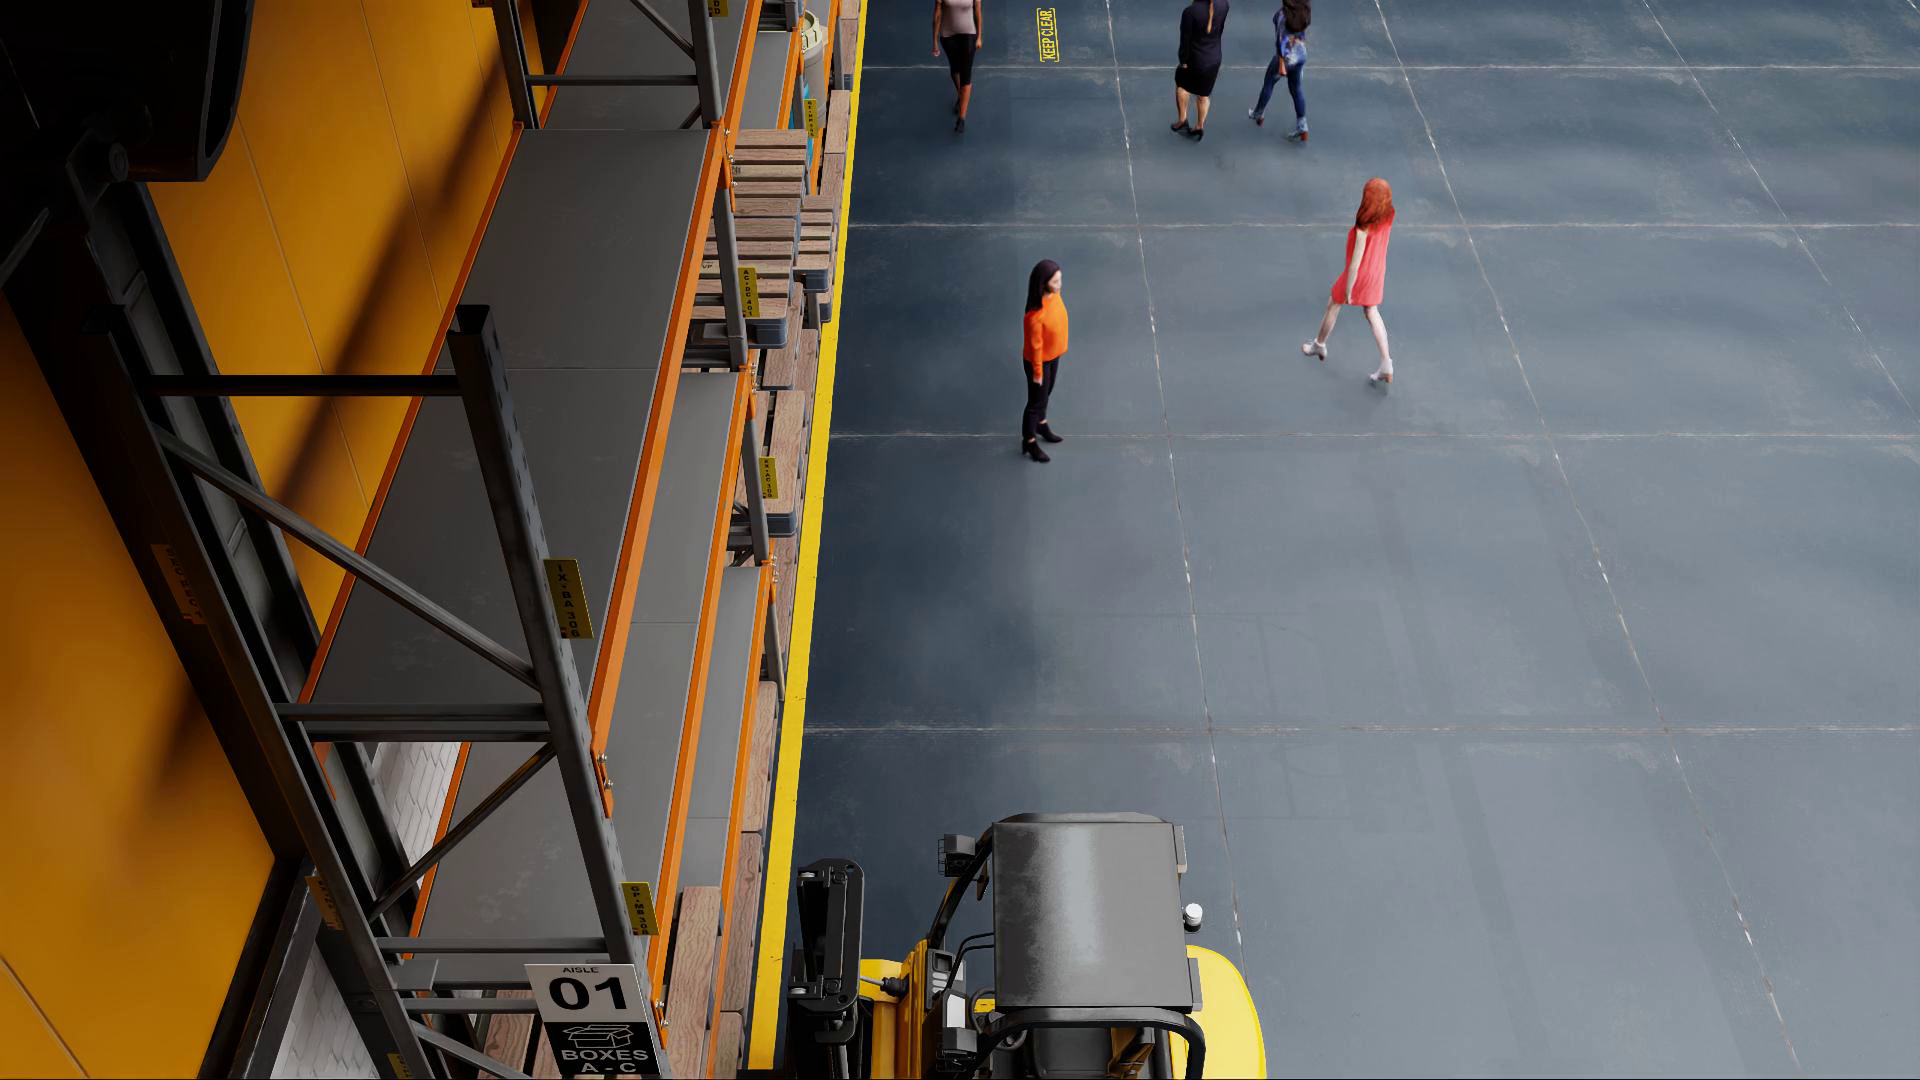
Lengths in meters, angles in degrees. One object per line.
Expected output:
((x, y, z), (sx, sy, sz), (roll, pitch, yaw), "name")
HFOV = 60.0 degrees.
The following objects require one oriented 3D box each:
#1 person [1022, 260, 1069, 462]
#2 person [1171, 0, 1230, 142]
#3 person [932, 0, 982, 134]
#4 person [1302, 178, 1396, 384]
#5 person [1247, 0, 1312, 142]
((0.601, -1.355, 12.396), (0.748, 1.749, 0.606), (14, 45, 14), "person")
((2.334, -4.557, 15.821), (0.814, 1.661, 0.821), (-17, 46, -18), "person")
((-0.006, -4.922, 16.169), (0.705, 1.708, 1.093), (5, 44, 5), "person")
((3.233, -2.003, 13.047), (1.003, 1.790, 1.138), (-28, 50, -26), "person")
((3.198, -4.561, 15.880), (1.062, 1.585, 0.991), (31, 52, 29), "person")
